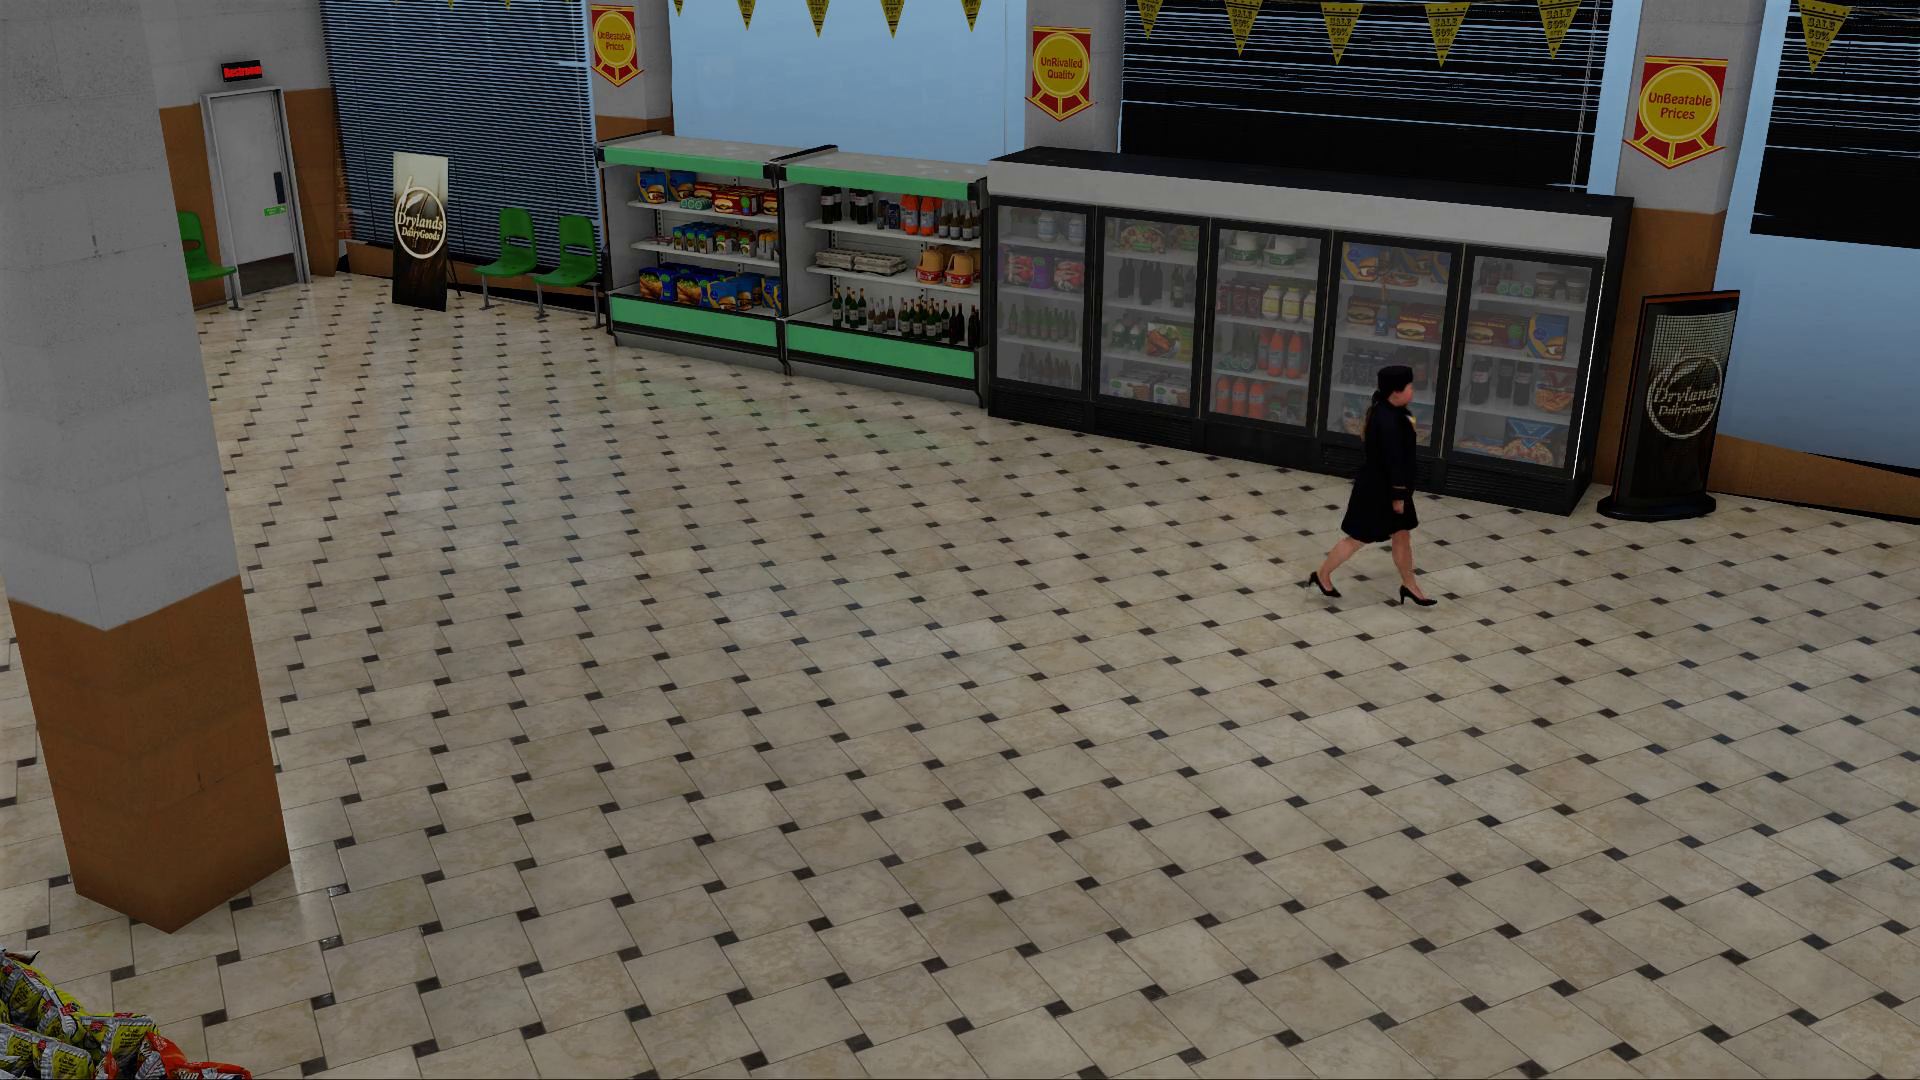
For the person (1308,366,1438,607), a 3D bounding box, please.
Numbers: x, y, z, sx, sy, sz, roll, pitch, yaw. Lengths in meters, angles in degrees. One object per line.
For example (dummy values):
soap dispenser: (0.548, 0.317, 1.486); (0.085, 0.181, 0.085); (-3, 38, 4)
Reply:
person: (2.681, -0.307, 10.885); (1.159, 1.632, 0.881); (5, 22, 13)
